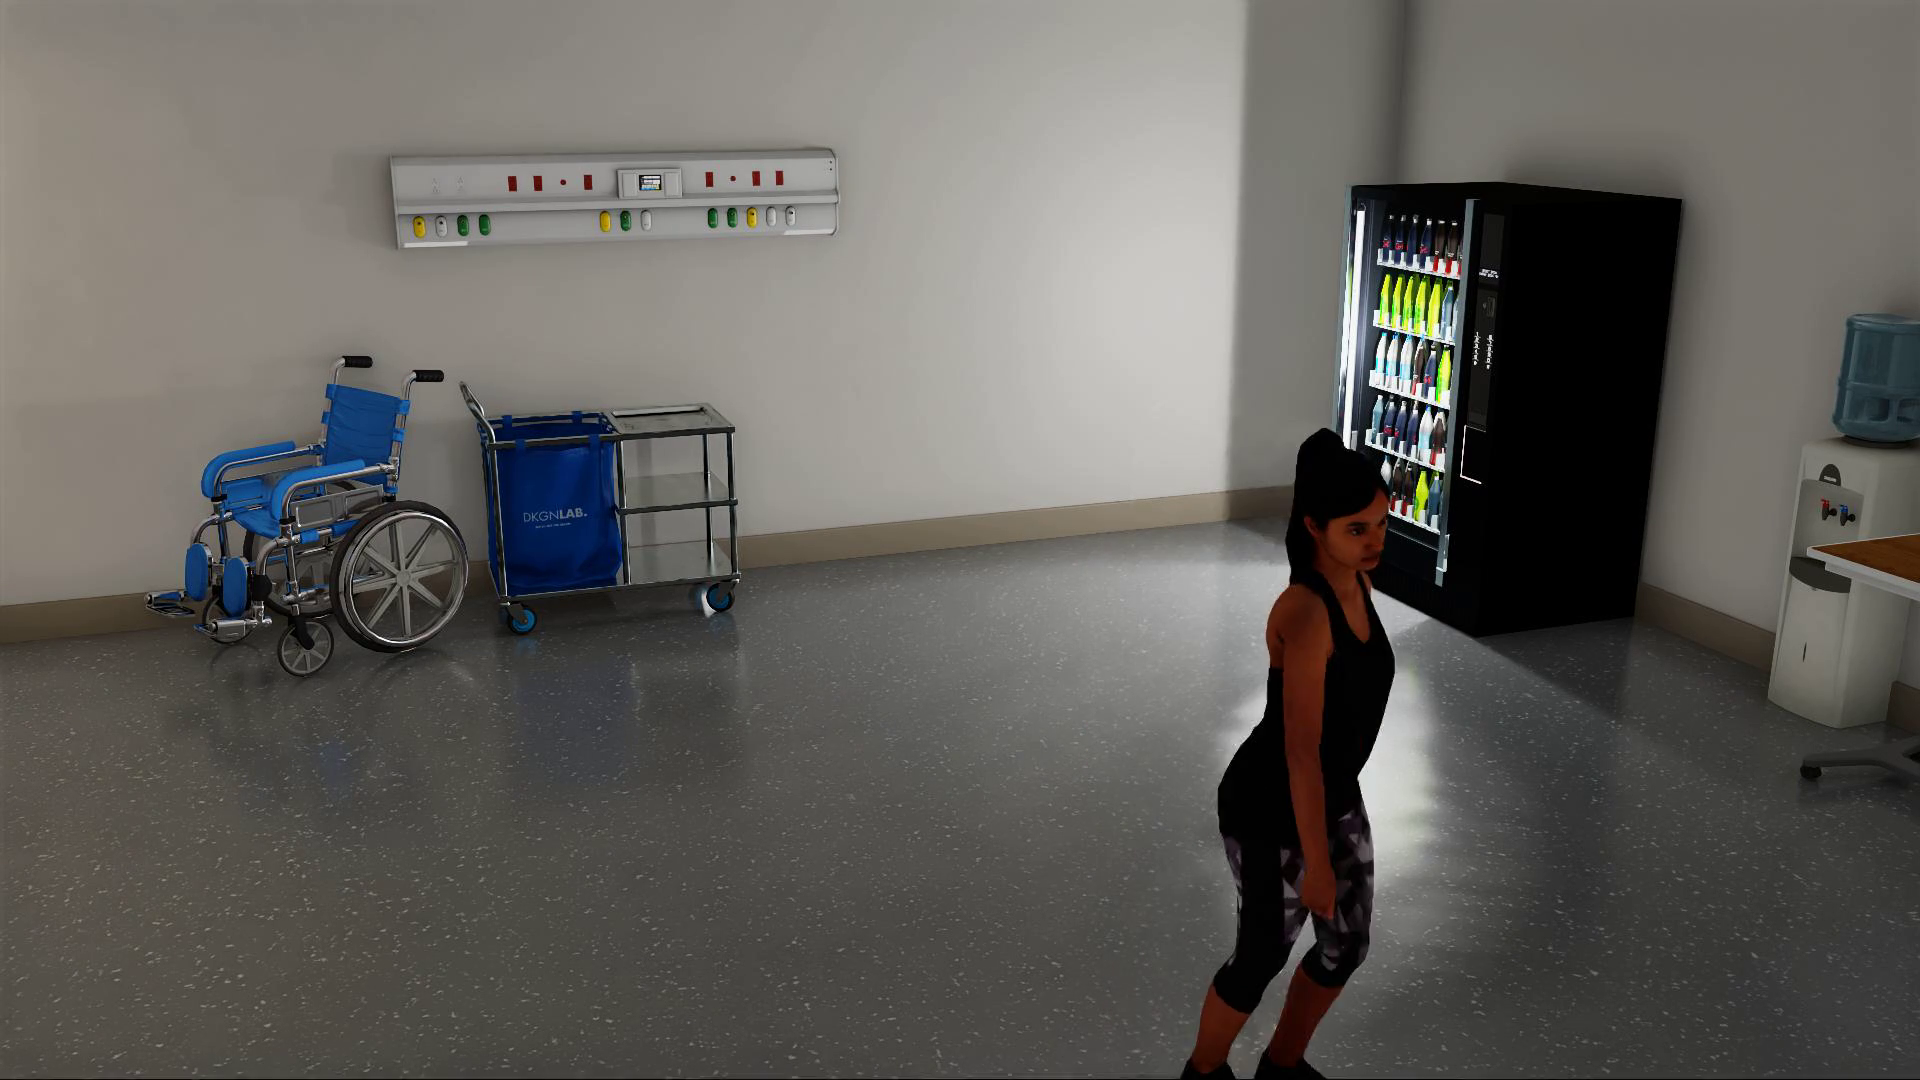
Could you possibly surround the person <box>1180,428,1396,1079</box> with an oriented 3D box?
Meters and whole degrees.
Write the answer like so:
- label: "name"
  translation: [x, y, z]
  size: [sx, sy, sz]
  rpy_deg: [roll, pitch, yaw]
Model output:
- label: "person"
  translation: [0.673, 0.556, 3.606]
  size: [0.814, 1.652, 0.757]
  rpy_deg: [6, 17, 22]
